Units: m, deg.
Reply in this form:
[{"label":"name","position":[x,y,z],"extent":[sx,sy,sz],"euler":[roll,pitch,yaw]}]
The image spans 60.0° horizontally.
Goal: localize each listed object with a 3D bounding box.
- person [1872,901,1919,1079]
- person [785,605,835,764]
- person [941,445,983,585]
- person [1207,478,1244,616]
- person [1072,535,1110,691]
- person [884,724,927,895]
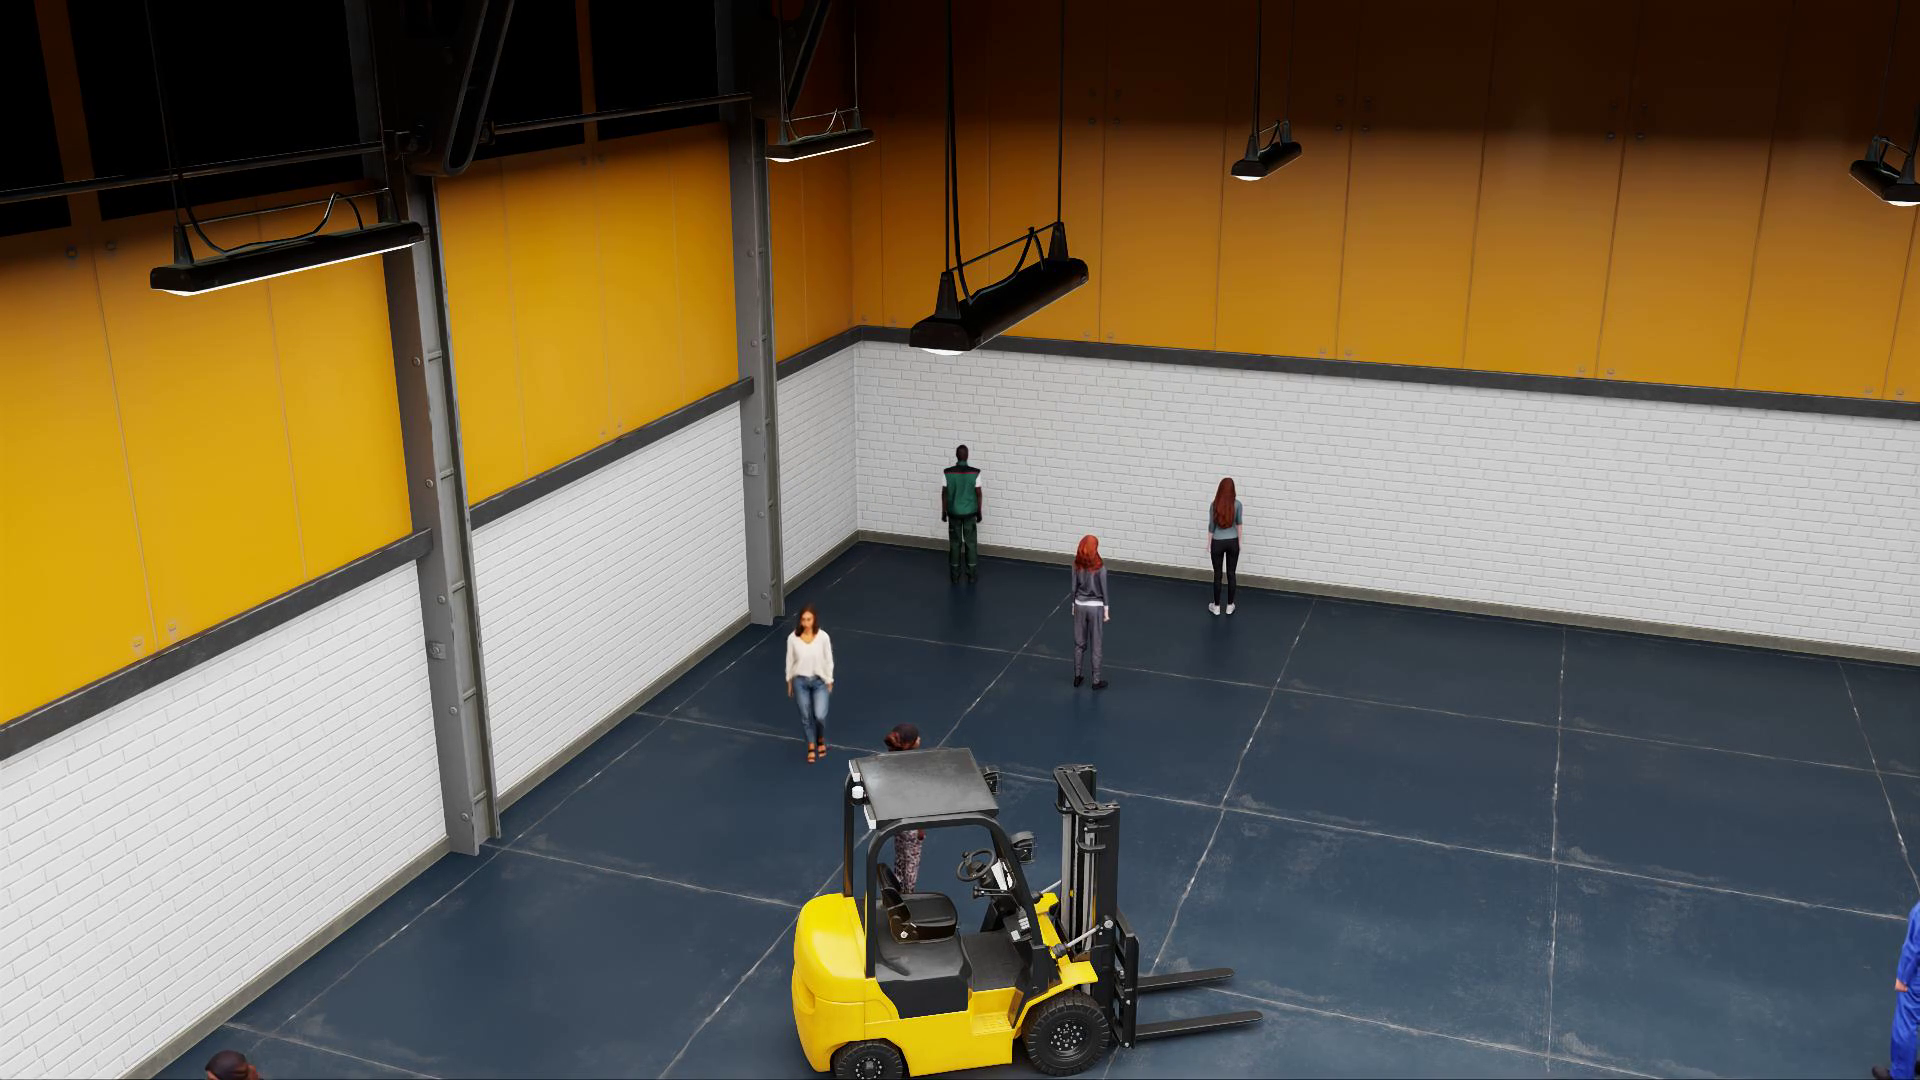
[{"label":"person","position":[6.793,3.010,11.622],"extent":[0.786,1.822,0.819],"euler":[-7,20,-19]},{"label":"person","position":[-1.486,1.404,16.624],"extent":[0.697,1.673,0.685],"euler":[1,19,3]},{"label":"person","position":[0.028,-0.340,21.546],"extent":[0.753,1.837,0.703],"euler":[1,19,2]},{"label":"person","position":[3.260,0.069,20.476],"extent":[0.646,1.743,0.649],"euler":[0,19,0]},{"label":"person","position":[1.421,0.785,18.293],"extent":[0.601,1.780,0.542],"euler":[9,21,26]},{"label":"person","position":[-0.438,2.311,13.866],"extent":[0.738,1.714,0.677],"euler":[-8,20,-23]}]
